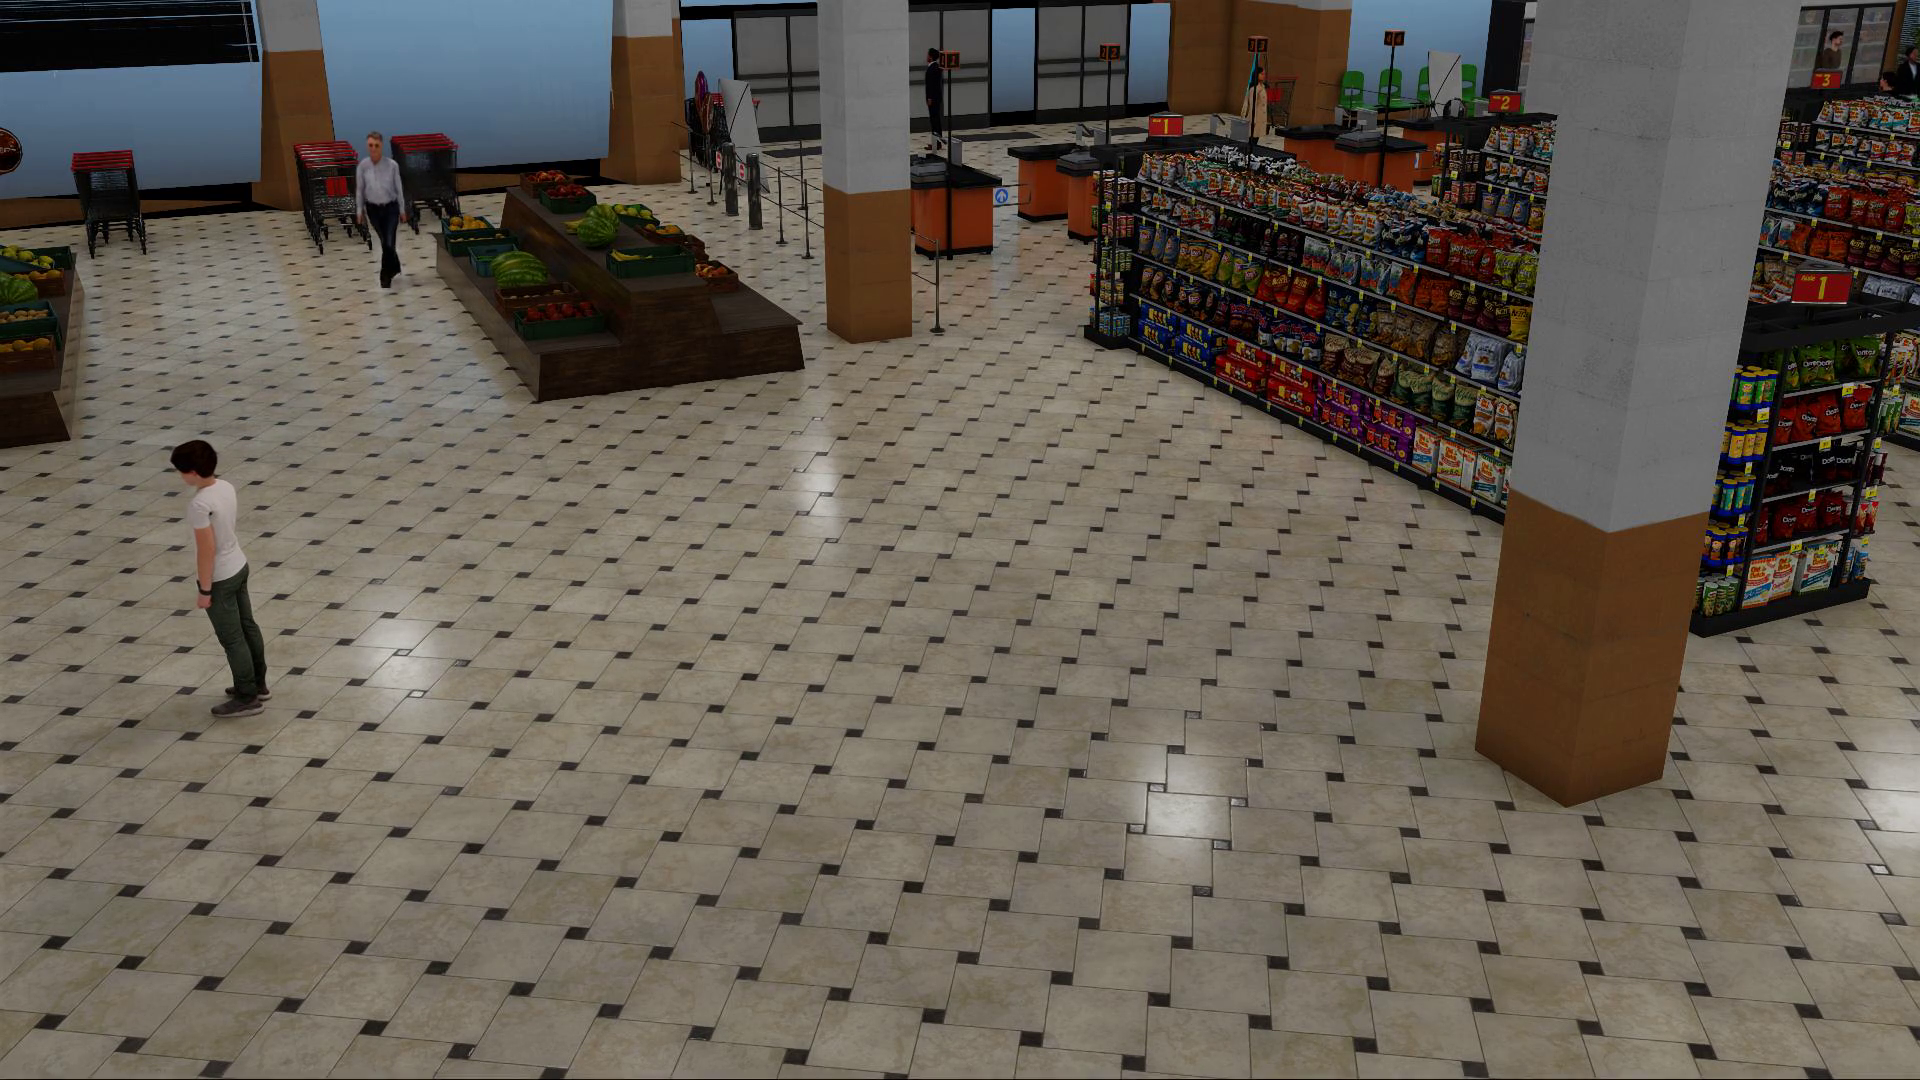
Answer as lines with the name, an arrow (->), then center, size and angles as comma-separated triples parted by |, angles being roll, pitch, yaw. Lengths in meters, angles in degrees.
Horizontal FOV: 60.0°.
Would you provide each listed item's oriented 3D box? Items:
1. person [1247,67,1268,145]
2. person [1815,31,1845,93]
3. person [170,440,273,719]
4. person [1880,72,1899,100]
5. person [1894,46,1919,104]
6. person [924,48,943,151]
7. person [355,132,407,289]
person -> 4.757, -6.762, 26.809 | 0.733, 1.682, 0.708 | 11, 24, 25
person -> 15.841, -8.386, 30.597 | 0.690, 1.872, 0.708 | -13, 25, -29
person -> -4.203, 0.211, 9.493 | 0.711, 1.656, 0.600 | 0, 22, 0
person -> 14.082, -6.264, 25.467 | 0.747, 1.760, 0.727 | -20, 29, -40
person -> 16.146, -7.518, 28.542 | 0.745, 1.793, 1.162 | -6, 23, -13
person -> -0.454, -7.731, 29.164 | 0.763, 1.725, 0.677 | 5, 23, 13
person -> -6.740, -3.856, 19.472 | 0.967, 1.760, 1.308 | -1, 22, -3
